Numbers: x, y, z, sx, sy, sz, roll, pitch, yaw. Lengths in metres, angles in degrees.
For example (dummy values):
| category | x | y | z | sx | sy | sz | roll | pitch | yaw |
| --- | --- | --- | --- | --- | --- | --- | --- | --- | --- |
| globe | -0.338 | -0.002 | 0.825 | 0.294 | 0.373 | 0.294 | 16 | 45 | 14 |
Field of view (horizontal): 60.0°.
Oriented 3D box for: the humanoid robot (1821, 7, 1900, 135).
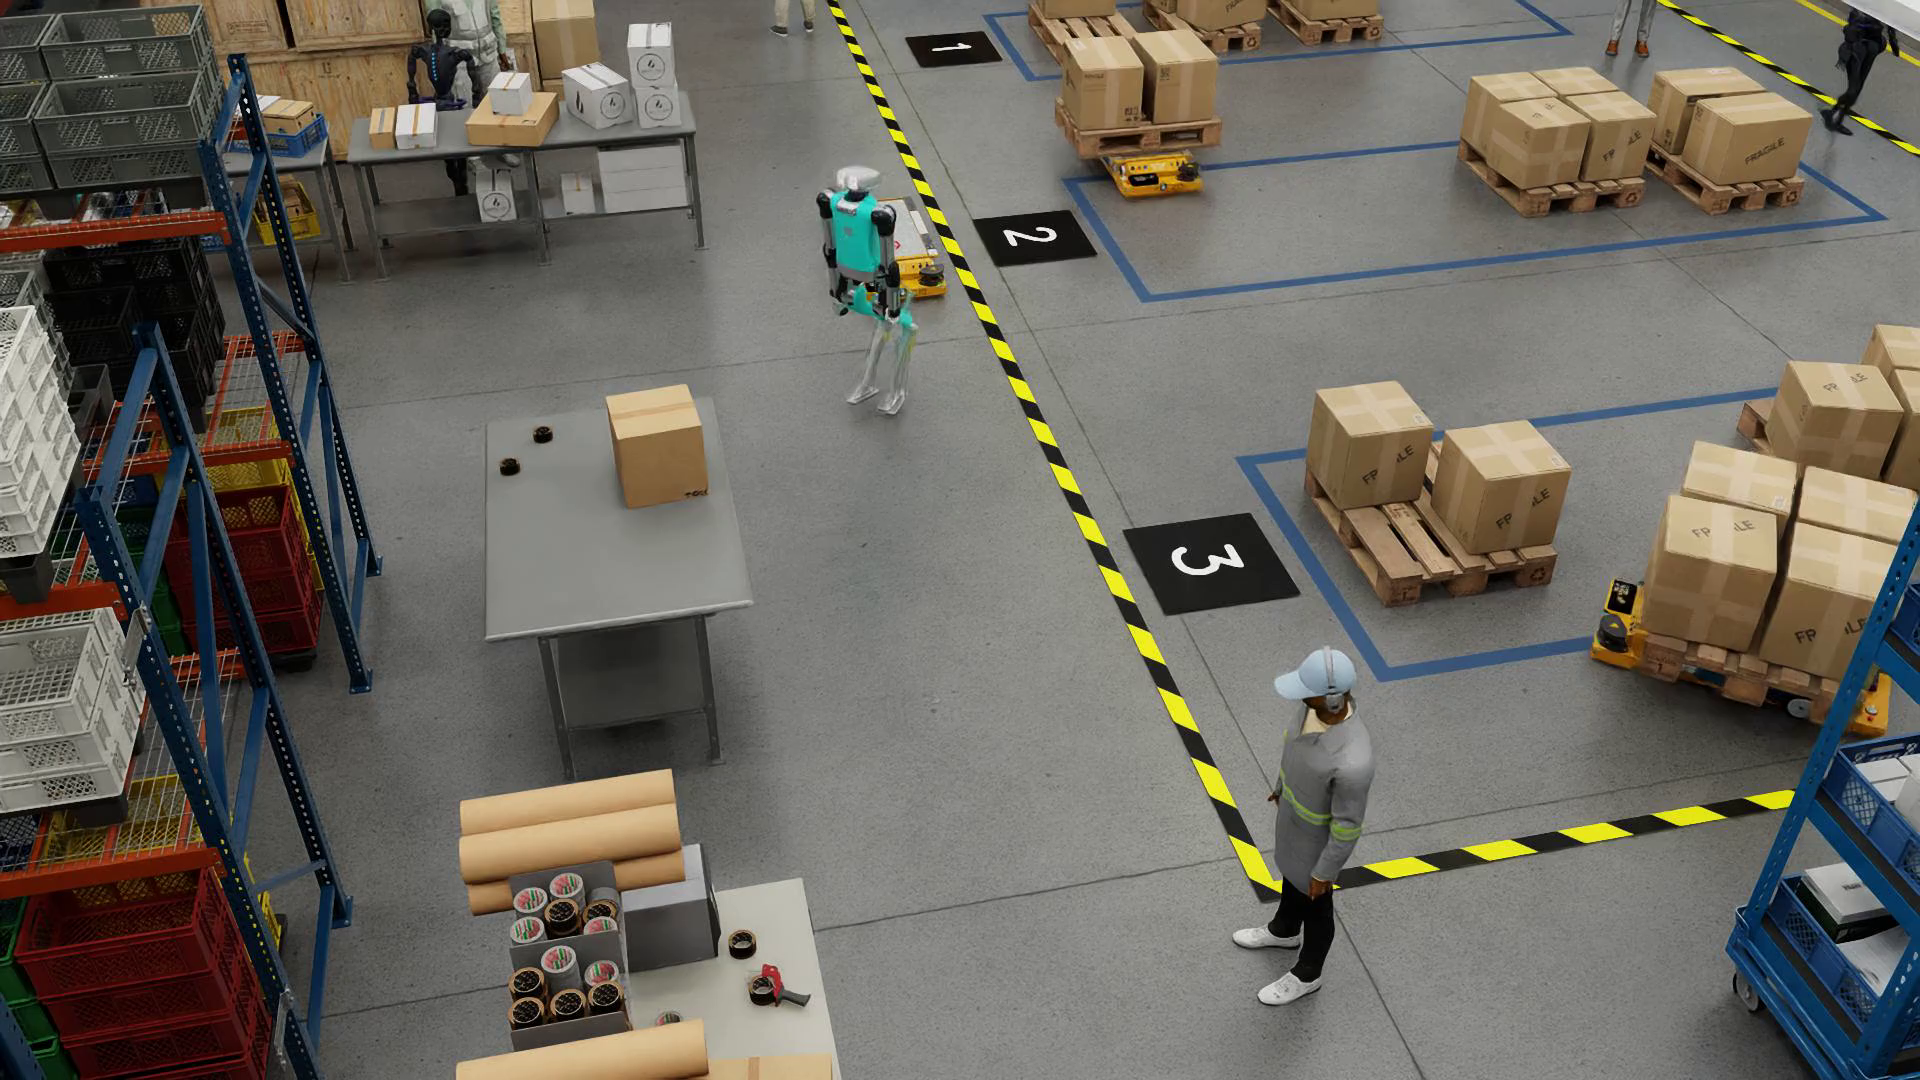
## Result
| category | x | y | z | sx | sy | sz | roll | pitch | yaw |
| --- | --- | --- | --- | --- | --- | --- | --- | --- | --- |
| humanoid robot | 7.687 | -4.228 | 14.053 | 0.601 | 1.654 | 0.340 | -15 | 39 | -19 |

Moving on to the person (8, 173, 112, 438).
| category | x | y | z | sx | sy | sz | roll | pitch | yaw |
| --- | --- | --- | --- | --- | --- | --- | --- | --- | --- |
| person | -5.368 | -1.445 | 10.209 | 0.404 | 1.808 | 0.637 | 20 | 41 | 25 |

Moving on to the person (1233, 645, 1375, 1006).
| category | x | y | z | sx | sy | sz | roll | pitch | yaw |
| --- | --- | --- | --- | --- | --- | --- | --- | --- | --- |
| person | 1.380 | 1.145 | 6.693 | 0.397 | 1.847 | 0.587 | -6 | 37 | -7 |

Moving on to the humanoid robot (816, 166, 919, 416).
| category | x | y | z | sx | sy | sz | roll | pitch | yaw |
| --- | --- | --- | --- | --- | --- | --- | --- | --- | --- |
| humanoid robot | -0.476 | -1.573 | 10.447 | 0.540 | 1.796 | 0.802 | 21 | 41 | 26 |

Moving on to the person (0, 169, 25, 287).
| category | x | y | z | sx | sy | sz | roll | pitch | yaw |
| --- | --- | --- | --- | --- | --- | --- | --- | --- | --- |
| person | -5.778 | -1.505 | 10.237 | 0.621 | 1.876 | 0.349 | 27 | 44 | 31 |

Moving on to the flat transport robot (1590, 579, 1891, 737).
| category | x | y | z | sx | sy | sz | roll | pitch | yaw |
| --- | --- | --- | --- | --- | --- | --- | --- | --- | --- |
| flat transport robot | 4.134 | 0.563 | 8.773 | 1.431 | 0.197 | 0.652 | 16 | 40 | 21 |

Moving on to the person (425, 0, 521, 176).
| category | x | y | z | sx | sy | sz | roll | pitch | yaw |
| --- | --- | --- | --- | --- | --- | --- | --- | --- | --- |
| person | -3.924 | -3.898 | 13.392 | 0.603 | 1.941 | 0.412 | -28 | 45 | -32 |

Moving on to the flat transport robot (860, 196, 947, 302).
| category | x | y | z | sx | sy | sz | roll | pitch | yaw |
| --- | --- | --- | --- | --- | --- | --- | --- | --- | --- |
| flat transport robot | -0.570 | -2.220 | 12.538 | 0.659 | 0.231 | 1.431 | -8 | 37 | -10 |

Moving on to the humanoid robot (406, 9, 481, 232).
| category | x | y | z | sx | sy | sz | roll | pitch | yaw |
| --- | --- | --- | --- | --- | --- | --- | --- | --- | --- |
| humanoid robot | -3.931 | -3.227 | 12.735 | 0.611 | 1.625 | 0.587 | 3 | 37 | 4 |

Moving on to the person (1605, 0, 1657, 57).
| category | x | y | z | sx | sy | sz | roll | pitch | yaw |
| --- | --- | --- | --- | --- | --- | --- | --- | --- | --- |
| person | 6.467 | -5.480 | 15.566 | 0.589 | 1.884 | 0.356 | 7 | 37 | 9 |

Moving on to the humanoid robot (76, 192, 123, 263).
| category | x | y | z | sx | sy | sz | roll | pitch | yaw |
| --- | --- | --- | --- | --- | --- | --- | --- | --- | --- |
| humanoid robot | -5.403 | -1.360 | 10.224 | 0.531 | 1.873 | 0.751 | 8 | 37 | 11 |

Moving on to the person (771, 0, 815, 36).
| category | x | y | z | sx | sy | sz | roll | pitch | yaw |
| --- | --- | --- | --- | --- | --- | --- | --- | --- | --- |
| person | -1.650 | -5.764 | 16.042 | 0.563 | 1.769 | 0.397 | -16 | 40 | -20 |

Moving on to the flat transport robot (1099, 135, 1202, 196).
| category | x | y | z | sx | sy | sz | roll | pitch | yaw |
| --- | --- | --- | --- | --- | --- | --- | --- | --- | --- |
| flat transport robot | 1.487 | -3.298 | 13.963 | 0.652 | 0.197 | 1.431 | -8 | 37 | -10 |
